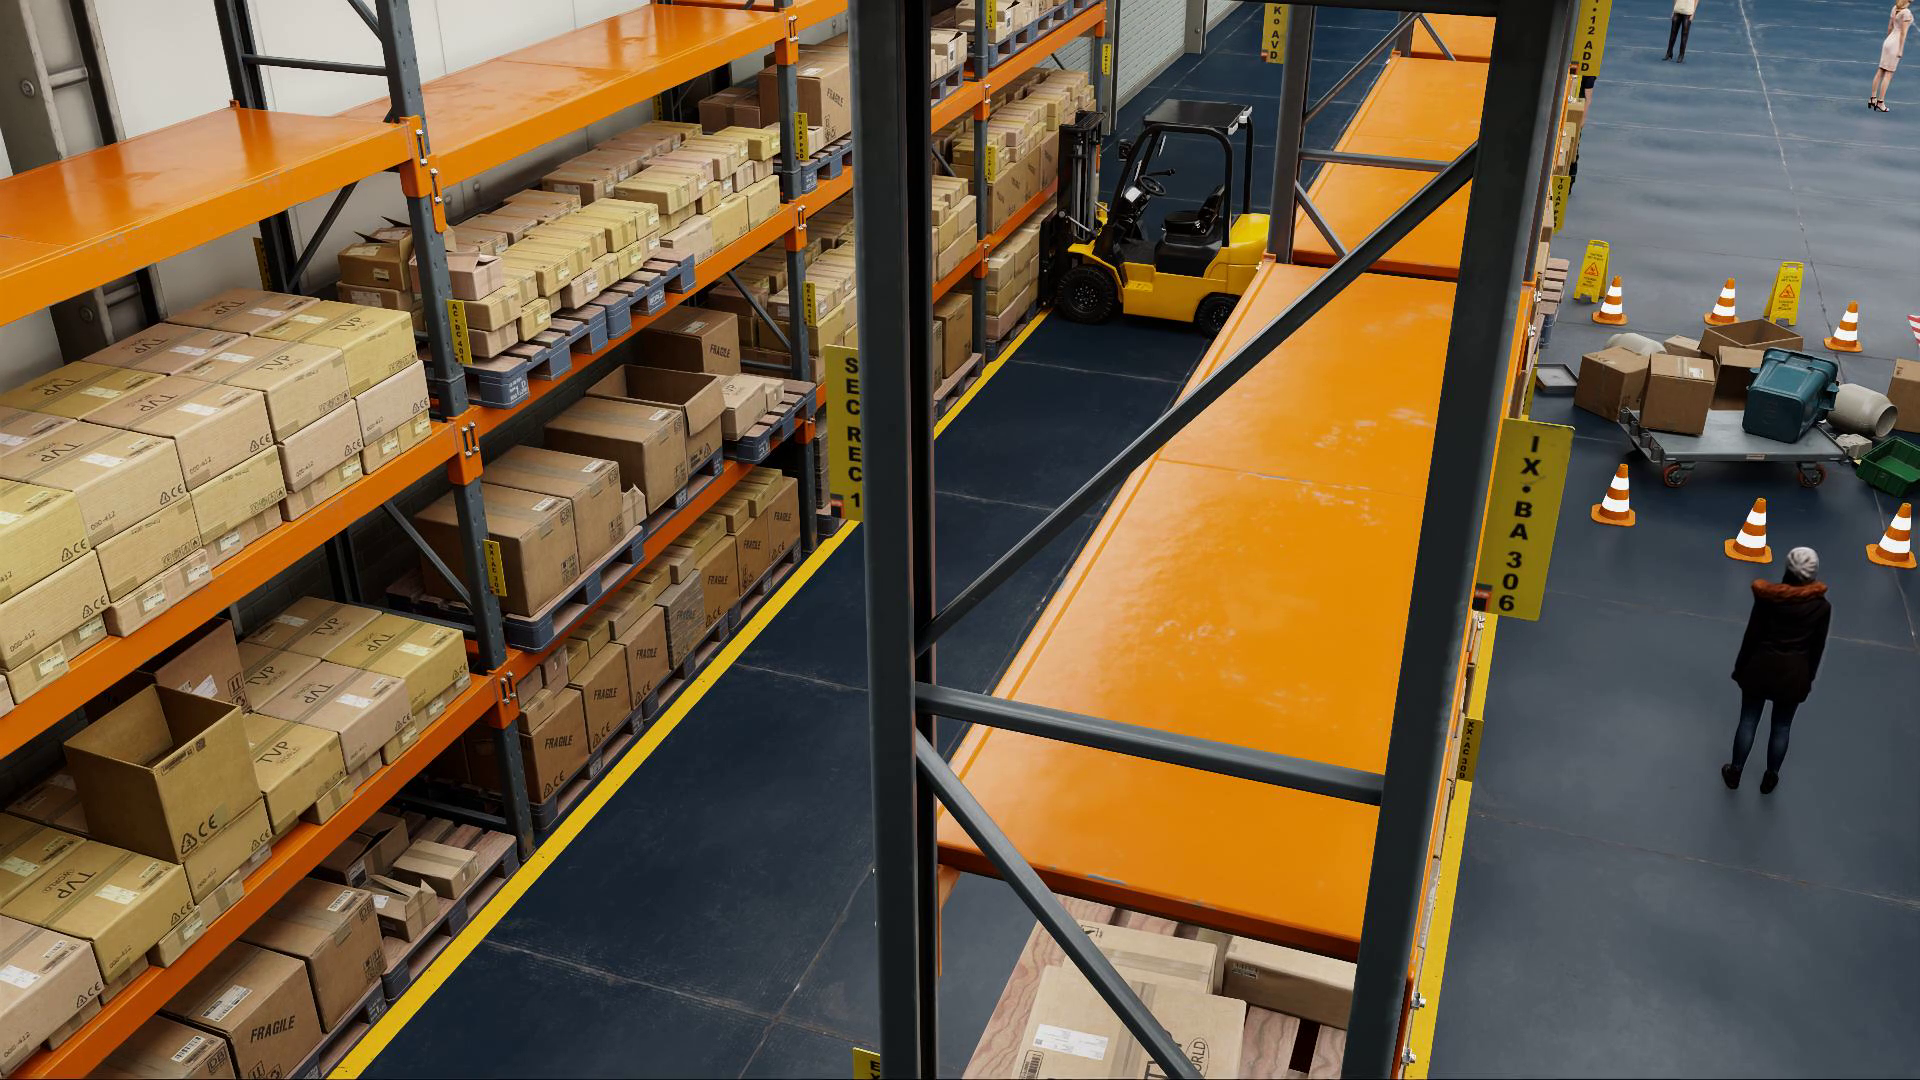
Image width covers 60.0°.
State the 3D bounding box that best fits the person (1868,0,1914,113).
[{"bbox_3d":[14.132,-7.458,25.225,0.685,1.830,0.545,0,28,-1],"label":"person"}]

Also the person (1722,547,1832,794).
[{"bbox_3d":[4.886,0.785,9.952,0.615,1.636,0.581,10,30,19],"label":"person"}]

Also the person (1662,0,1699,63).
[{"bbox_3d":[12.334,-8.980,28.341,0.633,1.587,0.656,-24,36,-37],"label":"person"}]
